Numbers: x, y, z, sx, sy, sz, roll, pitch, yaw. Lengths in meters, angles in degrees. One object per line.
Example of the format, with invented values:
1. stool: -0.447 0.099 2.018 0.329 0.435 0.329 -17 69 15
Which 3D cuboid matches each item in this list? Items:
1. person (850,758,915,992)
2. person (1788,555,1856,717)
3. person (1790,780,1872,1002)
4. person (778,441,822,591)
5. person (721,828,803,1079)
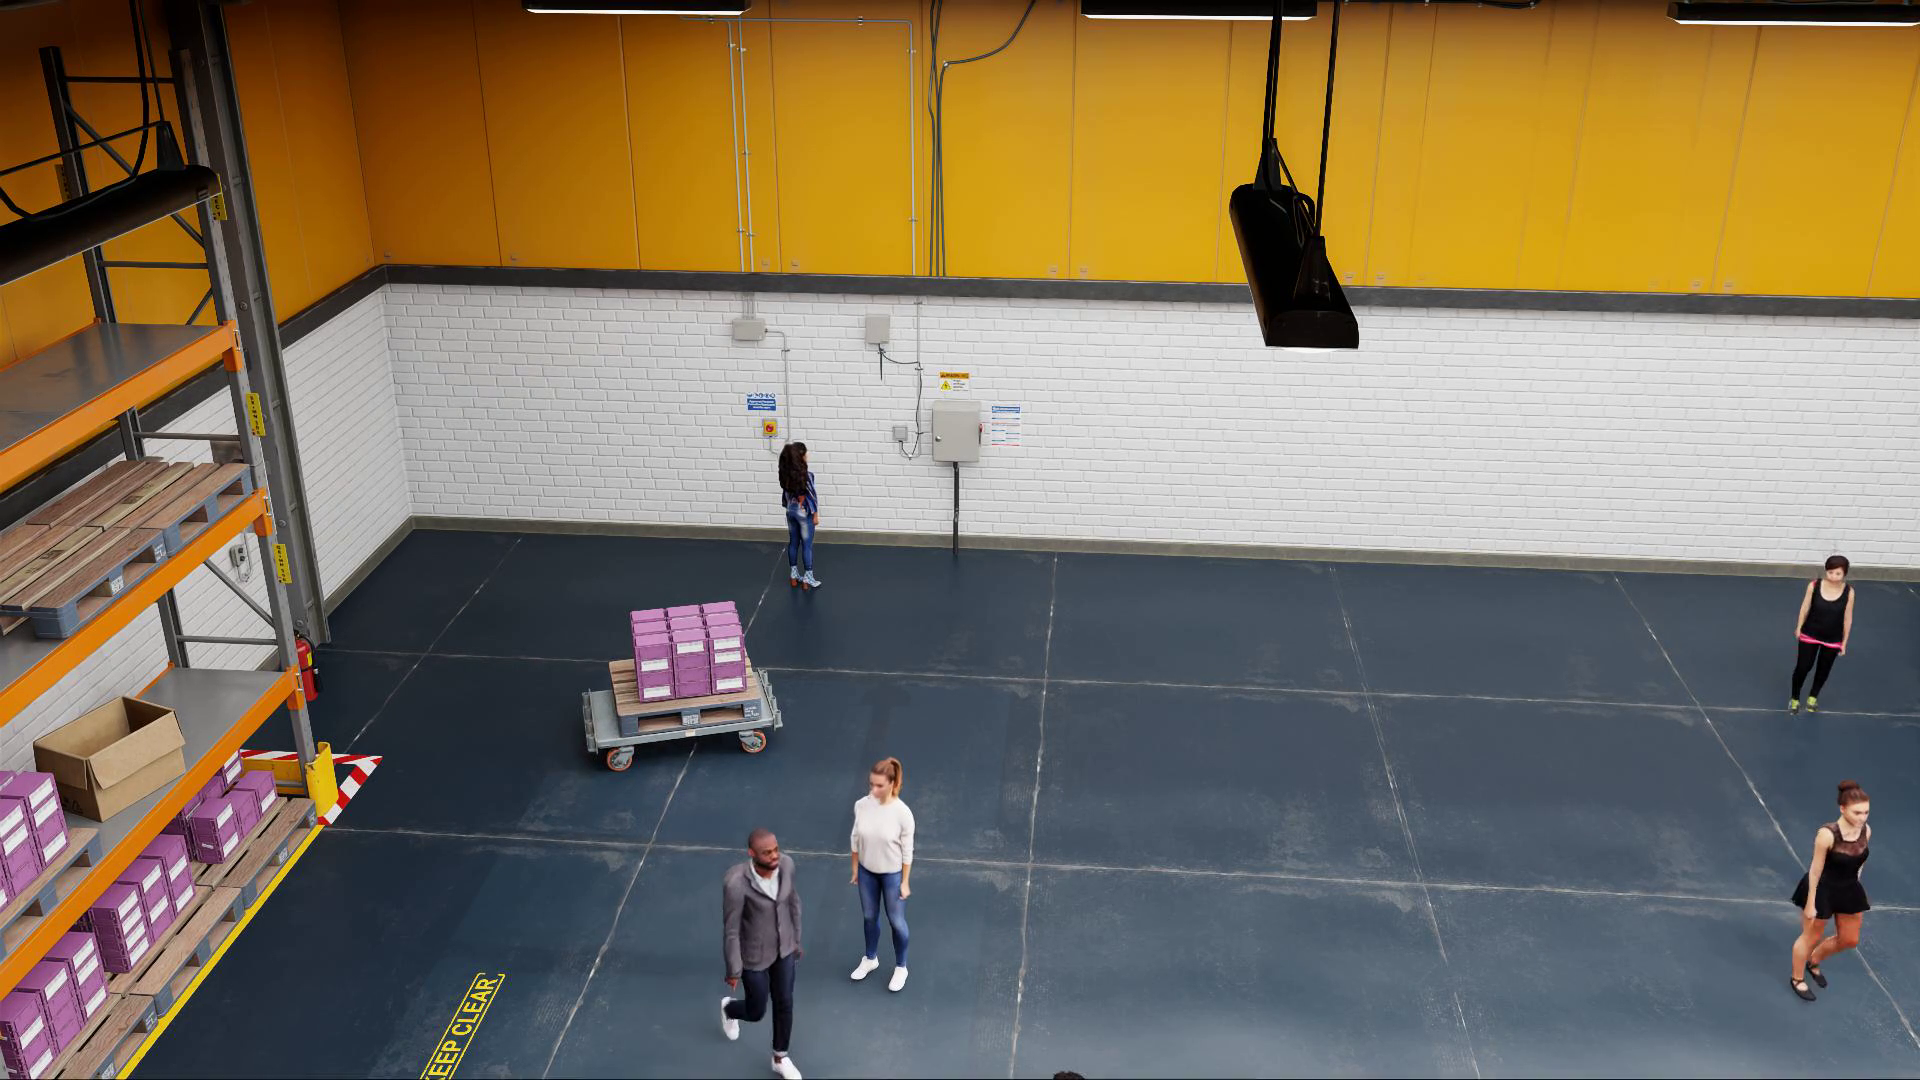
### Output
1. person: -0.524 2.258 11.289 0.676 1.720 0.652 10 26 23
2. person: 7.705 0.805 14.840 0.650 1.539 0.718 9 25 20
3. person: 5.811 2.325 11.203 0.683 1.666 0.721 -6 24 -12
4. person: -1.650 -0.265 17.202 0.697 1.607 0.722 18 29 35
5. person: -1.279 2.563 10.489 1.065 1.803 1.130 -18 29 -35
